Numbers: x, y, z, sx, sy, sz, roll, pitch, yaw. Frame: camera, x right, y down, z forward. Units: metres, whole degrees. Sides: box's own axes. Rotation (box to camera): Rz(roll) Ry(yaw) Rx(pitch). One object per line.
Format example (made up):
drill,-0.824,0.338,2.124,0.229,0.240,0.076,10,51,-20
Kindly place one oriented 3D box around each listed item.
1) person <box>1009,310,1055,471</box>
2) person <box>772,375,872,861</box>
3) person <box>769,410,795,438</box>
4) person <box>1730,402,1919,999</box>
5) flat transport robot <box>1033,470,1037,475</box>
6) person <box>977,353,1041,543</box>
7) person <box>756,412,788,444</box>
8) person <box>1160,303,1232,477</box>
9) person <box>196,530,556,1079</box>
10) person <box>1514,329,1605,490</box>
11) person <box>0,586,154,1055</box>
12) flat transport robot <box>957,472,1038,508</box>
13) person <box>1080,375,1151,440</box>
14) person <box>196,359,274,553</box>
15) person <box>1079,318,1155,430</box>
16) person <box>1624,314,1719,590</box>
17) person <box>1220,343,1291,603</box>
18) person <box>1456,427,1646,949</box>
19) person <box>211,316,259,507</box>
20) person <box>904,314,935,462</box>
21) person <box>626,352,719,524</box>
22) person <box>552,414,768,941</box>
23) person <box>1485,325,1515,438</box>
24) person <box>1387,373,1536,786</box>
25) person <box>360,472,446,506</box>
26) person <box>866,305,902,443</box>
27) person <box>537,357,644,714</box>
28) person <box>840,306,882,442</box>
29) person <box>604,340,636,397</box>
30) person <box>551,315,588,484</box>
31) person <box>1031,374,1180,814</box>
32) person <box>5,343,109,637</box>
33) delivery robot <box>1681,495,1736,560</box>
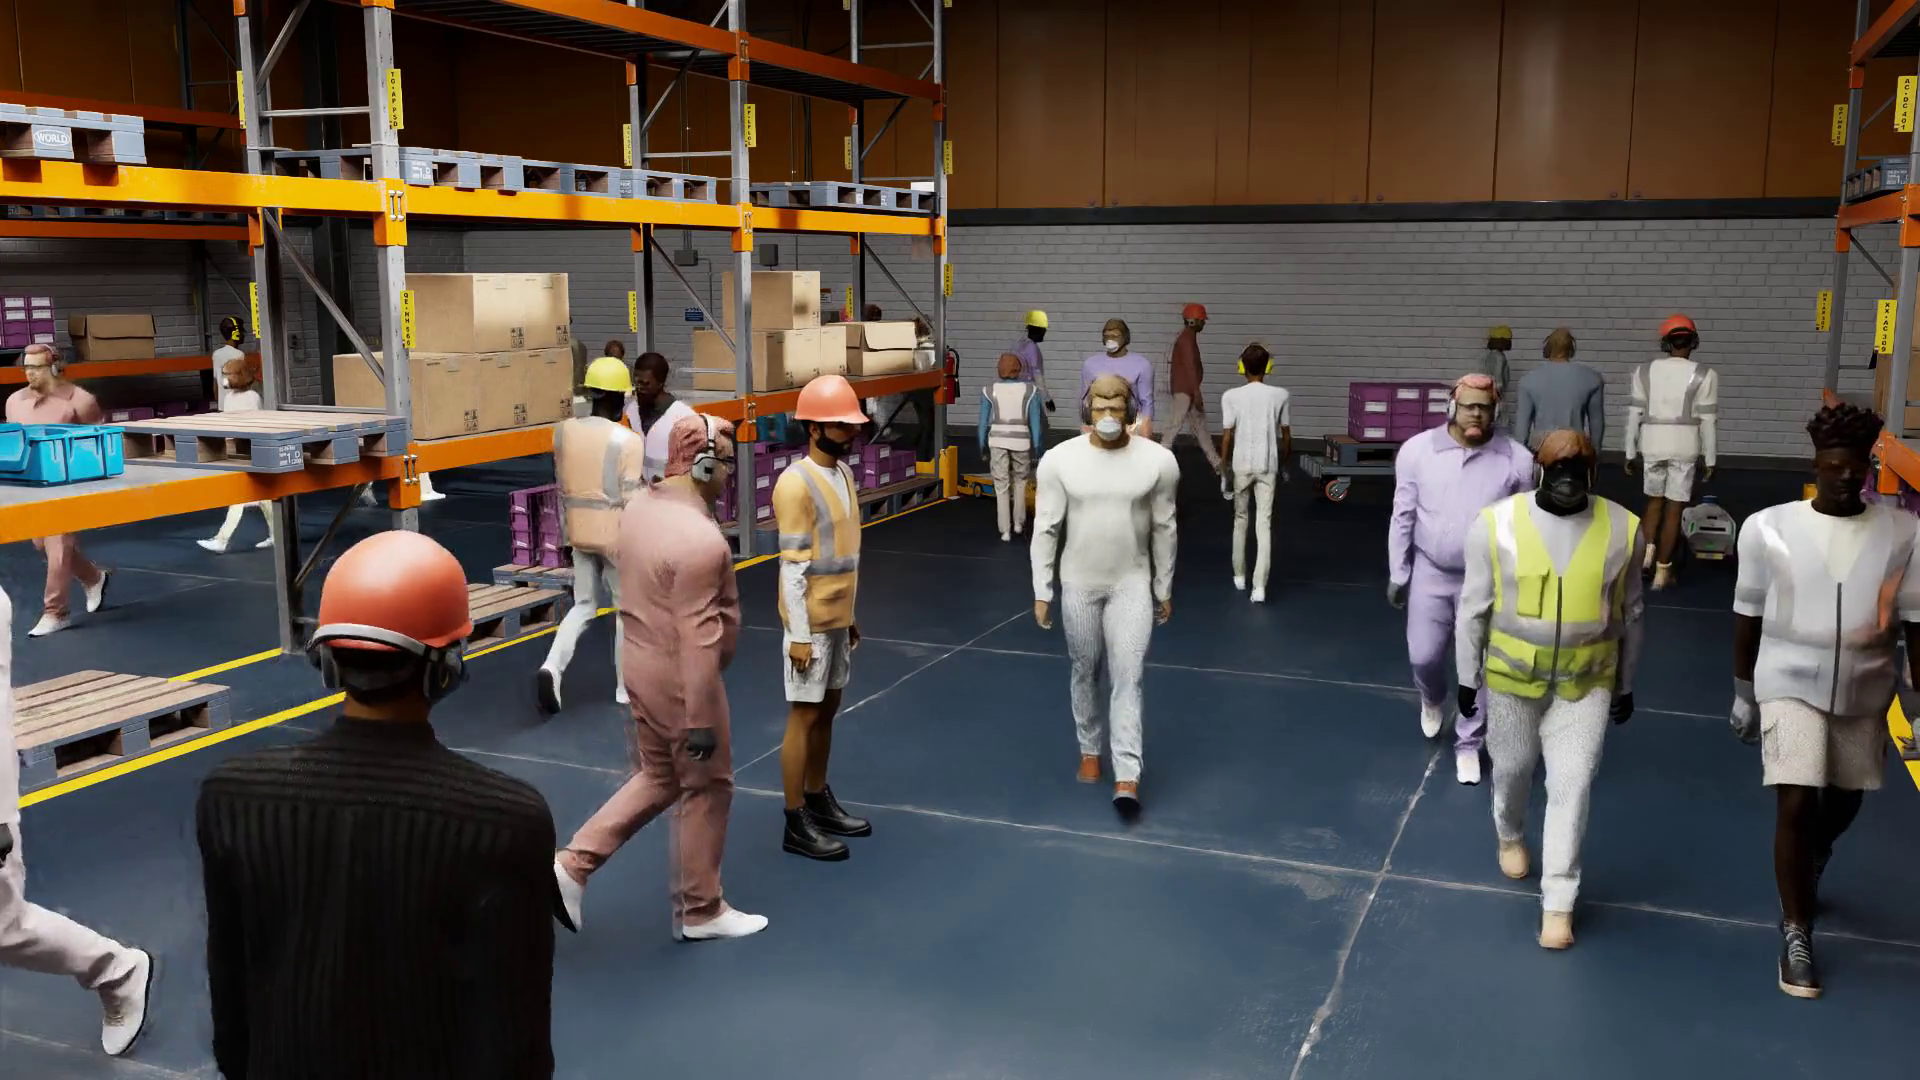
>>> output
person,0.780,-1.602,18.472,0.893,1.888,0.589,0,9,1
person,-0.535,0.303,6.717,0.379,1.937,0.547,3,10,19
person,-2.155,-2.274,22.855,0.997,1.788,0.635,0,9,3
person,2.949,0.486,5.664,0.615,1.928,0.928,3,10,18
flat transport robot,1.358,-0.649,17.527,1.431,0.197,0.652,-6,11,-31
person,0.418,-0.807,14.390,0.546,1.609,0.699,0,9,-1
person,-2.449,-2.007,21.049,0.617,1.820,0.609,3,10,20
person,2.636,-1.643,18.464,1.003,1.941,0.658,2,10,10
person,-0.955,0.963,2.718,0.602,1.952,1.019,-1,9,-4
person,4.588,-0.668,12.774,0.653,1.881,1.037,3,10,20
person,-2.765,0.679,4.640,0.671,1.875,0.828,7,12,35
flat transport robot,0.615,-0.524,16.768,0.652,0.197,1.431,-6,11,-31
person,1.097,-0.360,11.697,0.520,1.622,0.644,2,10,11
person,-5.996,-0.690,13.750,0.530,1.588,0.829,9,13,42
person,1.293,-0.874,13.849,0.635,1.937,0.353,3,10,20
person,5.217,-0.638,12.169,0.641,2.017,0.437,9,13,42
person,2.100,-0.477,11.848,0.500,1.821,0.965,1,9,8
person,2.141,0.474,6.083,0.641,1.815,0.912,3,10,16
person,-7.121,-1.258,16.376,0.520,1.874,0.332,6,11,33
person,-0.400,-1.596,18.551,0.393,1.832,0.512,-6,11,-31
person,-1.725,-0.261,10.415,0.910,1.863,0.612,-8,12,-41
person,-1.044,0.508,5.669,0.710,1.875,0.695,-5,11,-30
person,5.978,-1.535,18.643,0.786,1.731,0.500,0,9,0
person,2.351,0.150,7.807,0.655,1.883,0.682,3,10,18
person,-5.609,-1.255,16.522,0.519,1.831,0.930,6,11,30
person,-1.136,-2.221,22.300,0.920,1.832,0.558,4,10,23
person,-1.924,-0.015,8.766,0.591,1.898,0.741,4,10,23
person,-1.186,-1.819,19.657,0.582,1.911,0.631,1,9,4
person,-3.618,-1.306,17.485,0.510,1.609,0.776,-5,11,-28
person,-4.011,-1.378,16.775,0.404,1.987,0.608,6,11,33
person,0.634,0.228,7.304,0.644,1.889,0.995,1,9,7
person,-5.924,-0.360,10.929,0.649,1.877,0.862,1,9,9
delivery robot,5.896,-0.109,13.108,0.477,0.478,0.707,3,10,19
